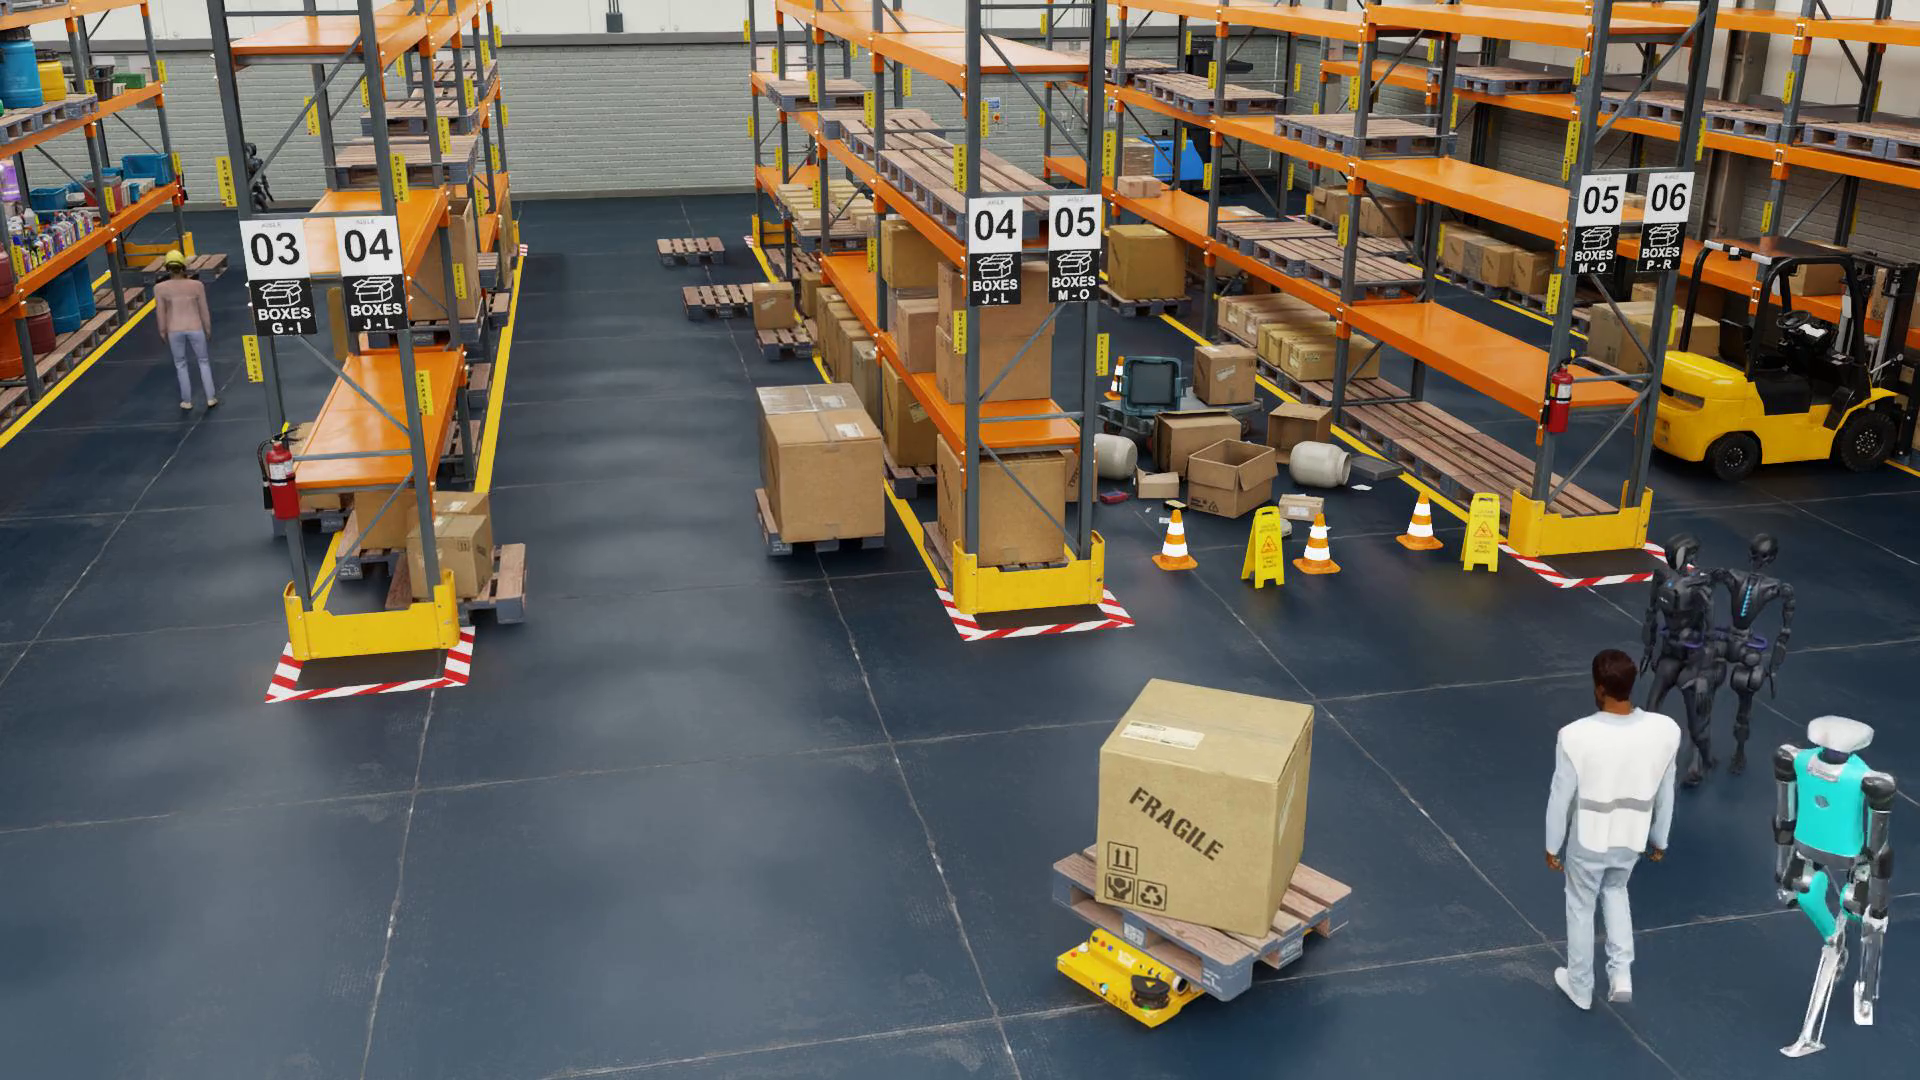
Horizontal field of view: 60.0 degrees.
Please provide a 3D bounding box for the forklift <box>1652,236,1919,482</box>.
[{"bbox_3d":[8.013,-1.814,16.330,2.313,2.155,1.214,-4,21,-12],"label":"forklift"}]

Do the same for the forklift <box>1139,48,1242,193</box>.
[{"bbox_3d":[4.566,-8.313,32.860,1.873,2.768,1.129,-4,21,-12],"label":"forklift"}]

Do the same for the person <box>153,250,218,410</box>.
[{"bbox_3d":[-8.502,-2.298,18.247,0.529,1.763,0.327,-11,23,-28],"label":"person"}]

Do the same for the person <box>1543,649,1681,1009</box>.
[{"bbox_3d":[3.111,1.422,8.034,0.615,1.896,0.459,-1,20,-3],"label":"person"}]

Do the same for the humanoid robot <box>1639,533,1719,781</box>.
[{"bbox_3d":[4.517,0.744,10.251,0.611,1.659,0.590,-5,21,-12],"label":"humanoid robot"}]

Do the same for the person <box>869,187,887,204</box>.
[{"bbox_3d":[-1.566,-6.961,30.893,0.454,1.684,0.542,0,20,-1],"label":"person"}]

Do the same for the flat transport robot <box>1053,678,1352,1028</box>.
[{"bbox_3d":[1.231,2.040,8.710,1.431,0.231,0.659,-17,26,-39],"label":"flat transport robot"}]

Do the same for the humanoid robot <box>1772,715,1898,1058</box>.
[{"bbox_3d":[4.274,1.589,7.857,0.952,1.772,0.556,-9,22,-23],"label":"humanoid robot"}]

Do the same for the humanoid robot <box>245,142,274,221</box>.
[{"bbox_3d":[-11.772,-5.802,27.789,0.346,1.648,0.600,7,22,19],"label":"humanoid robot"}]

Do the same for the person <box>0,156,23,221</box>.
[{"bbox_3d":[-15.337,-5.480,26.920,0.347,1.688,0.489,11,23,28],"label":"person"}]

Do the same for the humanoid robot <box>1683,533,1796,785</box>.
[{"bbox_3d":[4.771,0.719,10.291,0.609,1.642,0.609,12,24,30],"label":"humanoid robot"}]
